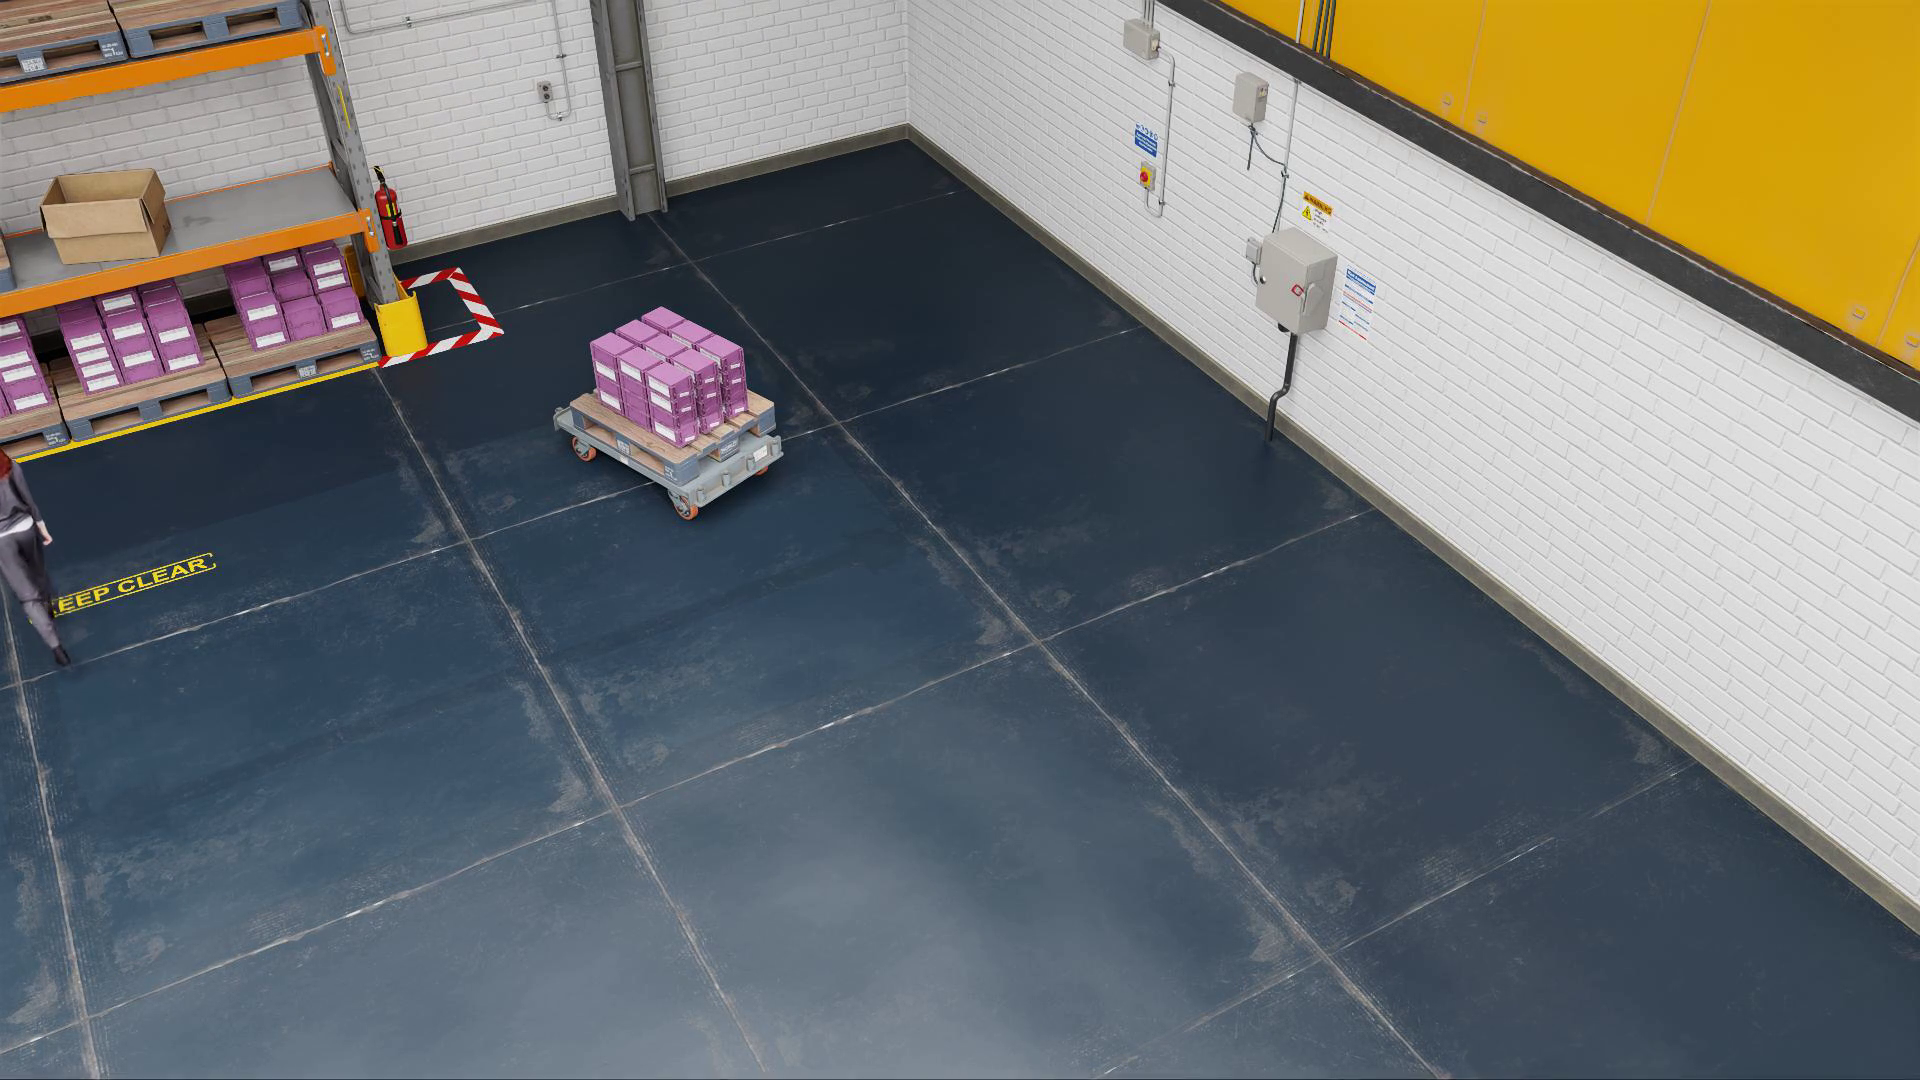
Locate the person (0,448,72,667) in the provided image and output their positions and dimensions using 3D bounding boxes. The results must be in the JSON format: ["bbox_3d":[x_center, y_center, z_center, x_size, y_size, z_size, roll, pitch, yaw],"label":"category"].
[{"bbox_3d":[-6.035,0.056,10.621,1.104,1.735,0.780,-28,46,-30],"label":"person"}]
